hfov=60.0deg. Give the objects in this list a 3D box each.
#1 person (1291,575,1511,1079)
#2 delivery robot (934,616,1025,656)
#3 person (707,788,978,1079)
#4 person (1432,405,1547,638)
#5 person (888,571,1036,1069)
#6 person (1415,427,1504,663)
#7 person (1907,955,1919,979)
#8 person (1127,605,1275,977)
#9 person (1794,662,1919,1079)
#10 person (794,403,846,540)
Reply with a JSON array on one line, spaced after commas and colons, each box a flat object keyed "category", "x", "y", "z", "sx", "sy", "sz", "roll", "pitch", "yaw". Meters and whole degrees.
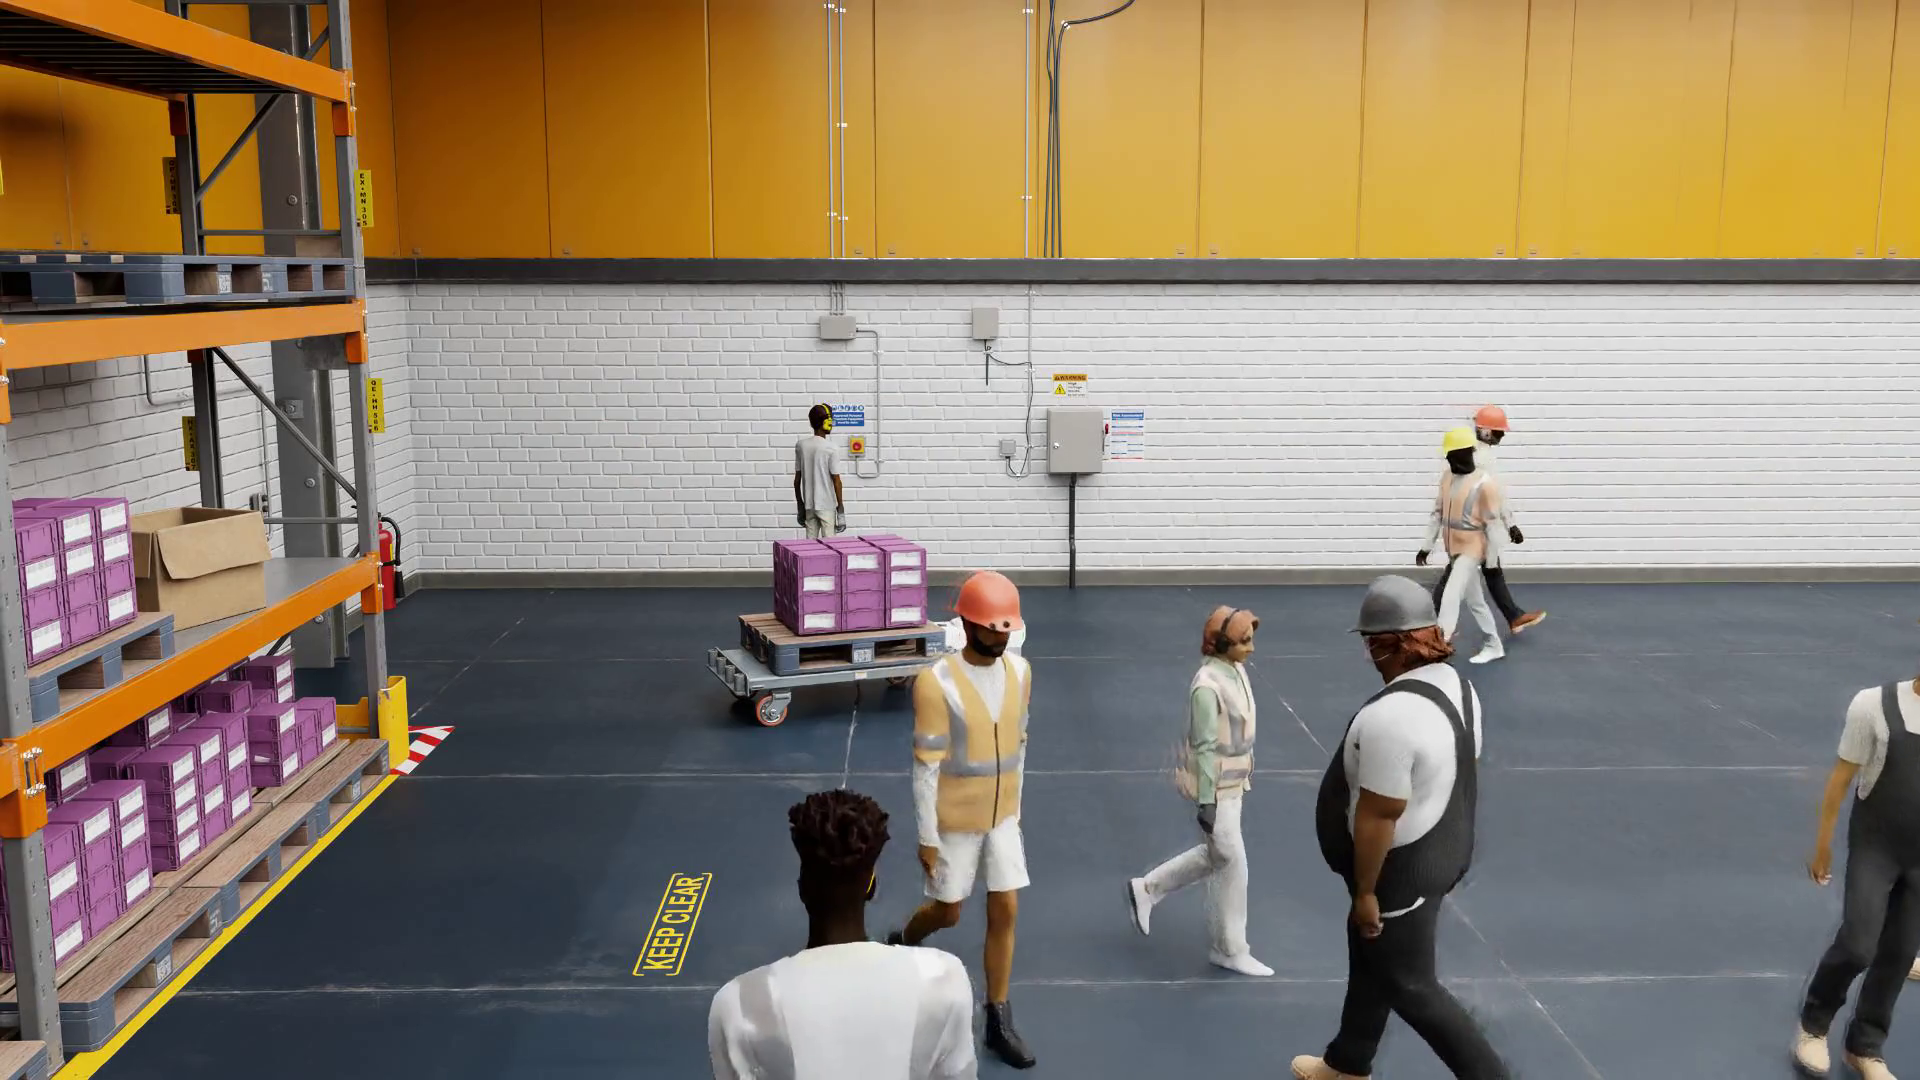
[{"category": "person", "x": 1.613, "y": 1.084, "z": 5.778, "sx": 0.938, "sy": 2.000, "sz": 0.684, "roll": 7, "pitch": 11, "yaw": 36}, {"category": "delivery robot", "x": 0.117, "y": 0.717, "z": 12.285, "sx": 0.707, "sy": 0.478, "sz": 0.477, "roll": -3, "pitch": 10, "yaw": -16}, {"category": "person", "x": -0.229, "y": 1.498, "z": 3.632, "sx": 0.609, "sy": 1.922, "sz": 1.012, "roll": -2, "pitch": 10, "yaw": -14}, {"category": "person", "x": 4.297, "y": -0.135, "z": 13.588, "sx": 1.046, "sy": 1.923, "sz": 0.603, "roll": 1, "pitch": 9, "yaw": 6}, {"category": "person", "x": 0.001, "y": 1.035, "z": 6.518, "sx": 0.550, "sy": 1.909, "sz": 0.813, "roll": -6, "pitch": 11, "yaw": -34}, {"category": "person", "x": 3.805, "y": 0.068, "z": 12.592, "sx": 0.989, "sy": 1.859, "sz": 0.578, "roll": -3, "pitch": 10, "yaw": -15}, {"category": "person", "x": 4.191, "y": 1.011, "z": 6.841, "sx": 0.429, "sy": 1.840, "sz": 0.630, "roll": 0, "pitch": 9, "yaw": -2}, {"category": "person", "x": 1.055, "y": 1.065, "z": 7.224, "sx": 0.644, "sy": 1.614, "sz": 0.524, "roll": 4, "pitch": 10, "yaw": 24}, {"category": "person", "x": 3.445, "y": 1.152, "z": 6.073, "sx": 0.554, "sy": 1.814, "sz": 0.420, "roll": 1, "pitch": 9, "yaw": 6}, {"category": "person", "x": -1.211, "y": -0.260, "z": 14.552, "sx": 0.535, "sy": 1.866, "sz": 0.314, "roll": 6, "pitch": 11, "yaw": 34}]
